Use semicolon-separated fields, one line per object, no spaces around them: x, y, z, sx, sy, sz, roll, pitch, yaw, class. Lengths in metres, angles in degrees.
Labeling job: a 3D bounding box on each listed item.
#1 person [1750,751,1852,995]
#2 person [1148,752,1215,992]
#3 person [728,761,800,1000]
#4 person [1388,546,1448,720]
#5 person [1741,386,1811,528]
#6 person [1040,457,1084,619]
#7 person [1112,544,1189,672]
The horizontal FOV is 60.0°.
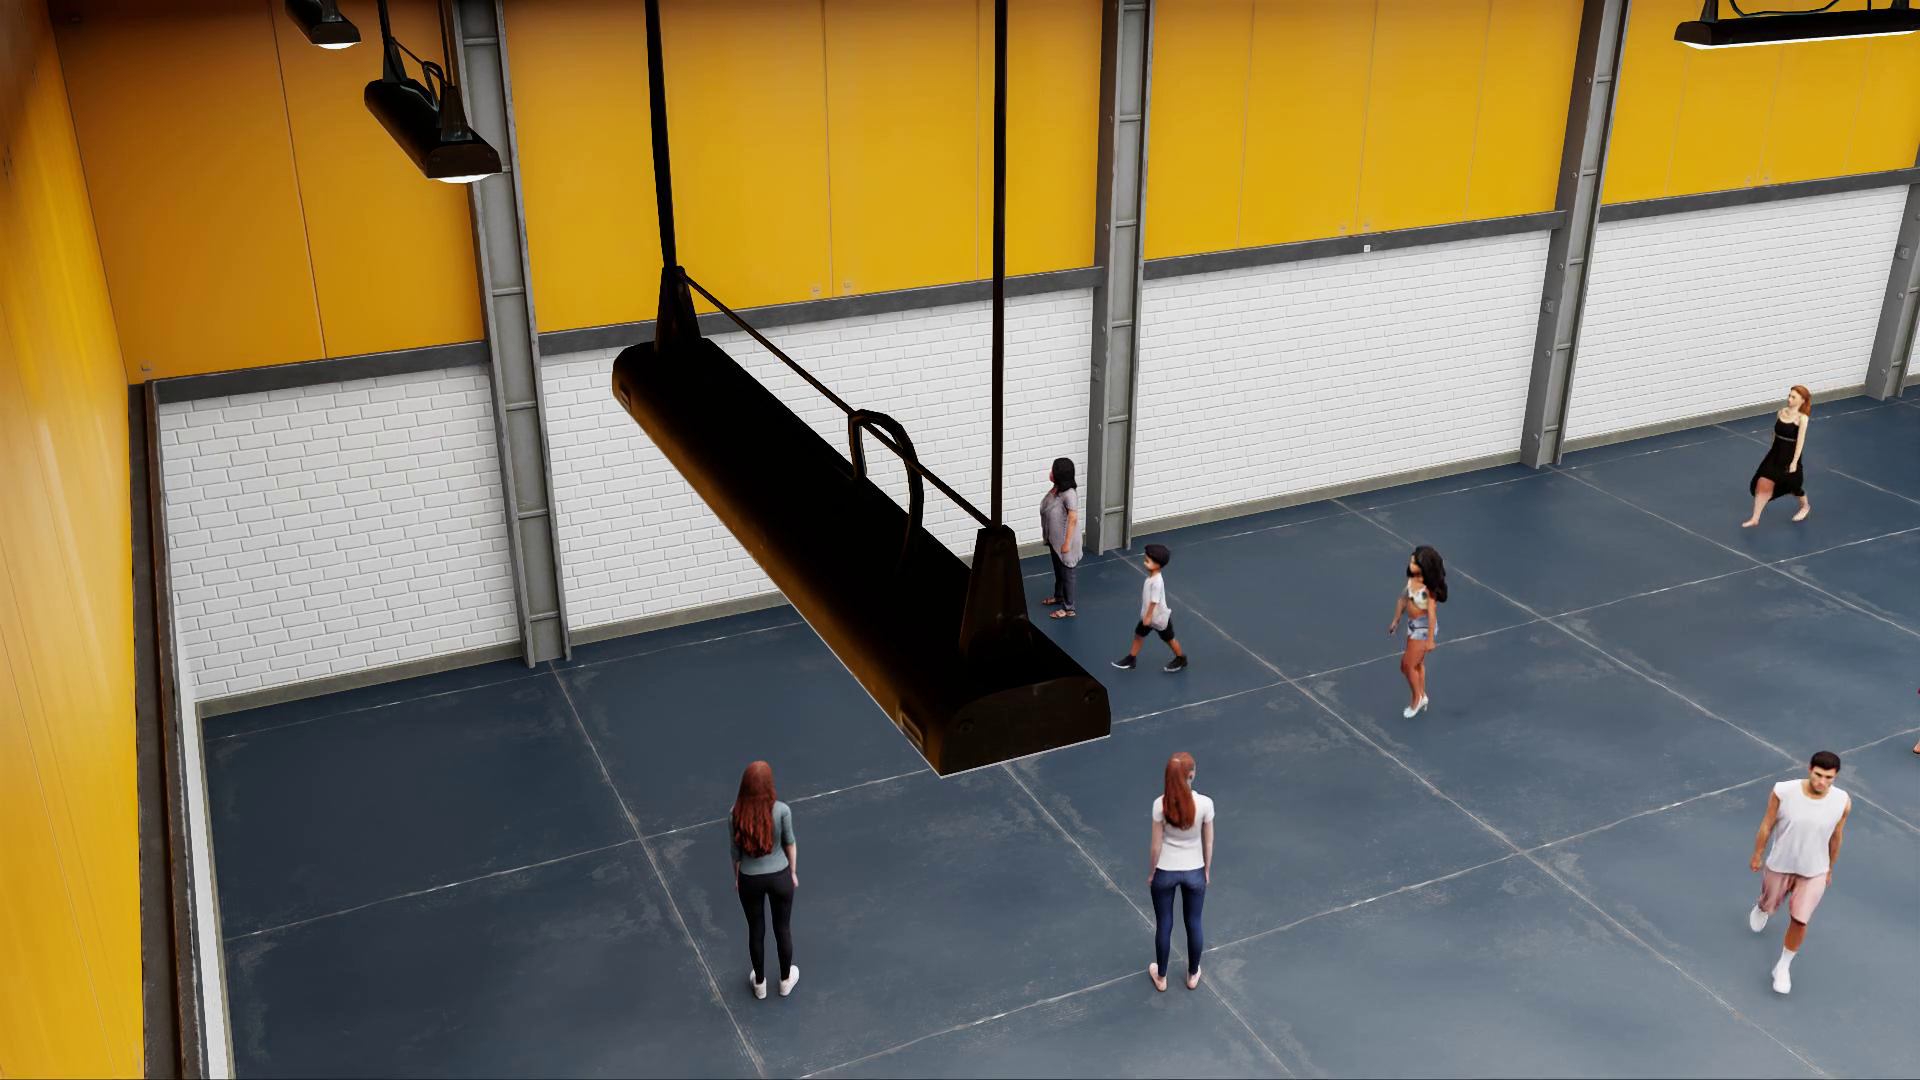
5.547;2.092;11.014;1.044;1.759;1.128;10;25;21;person
1.429;2.175;10.849;0.591;1.738;0.698;0;24;1;person
-1.263;2.204;10.775;0.595;1.743;0.710;-1;24;-3;person
3.988;0.787;14.185;0.669;1.609;0.634;-5;24;-10;person
9.026;-0.884;18.039;1.095;1.583;0.589;-10;26;-22;person
1.004;-0.052;16.102;0.707;1.611;0.681;-5;24;-12;person
1.829;0.643;14.989;0.959;1.229;0.655;-3;24;-6;person
